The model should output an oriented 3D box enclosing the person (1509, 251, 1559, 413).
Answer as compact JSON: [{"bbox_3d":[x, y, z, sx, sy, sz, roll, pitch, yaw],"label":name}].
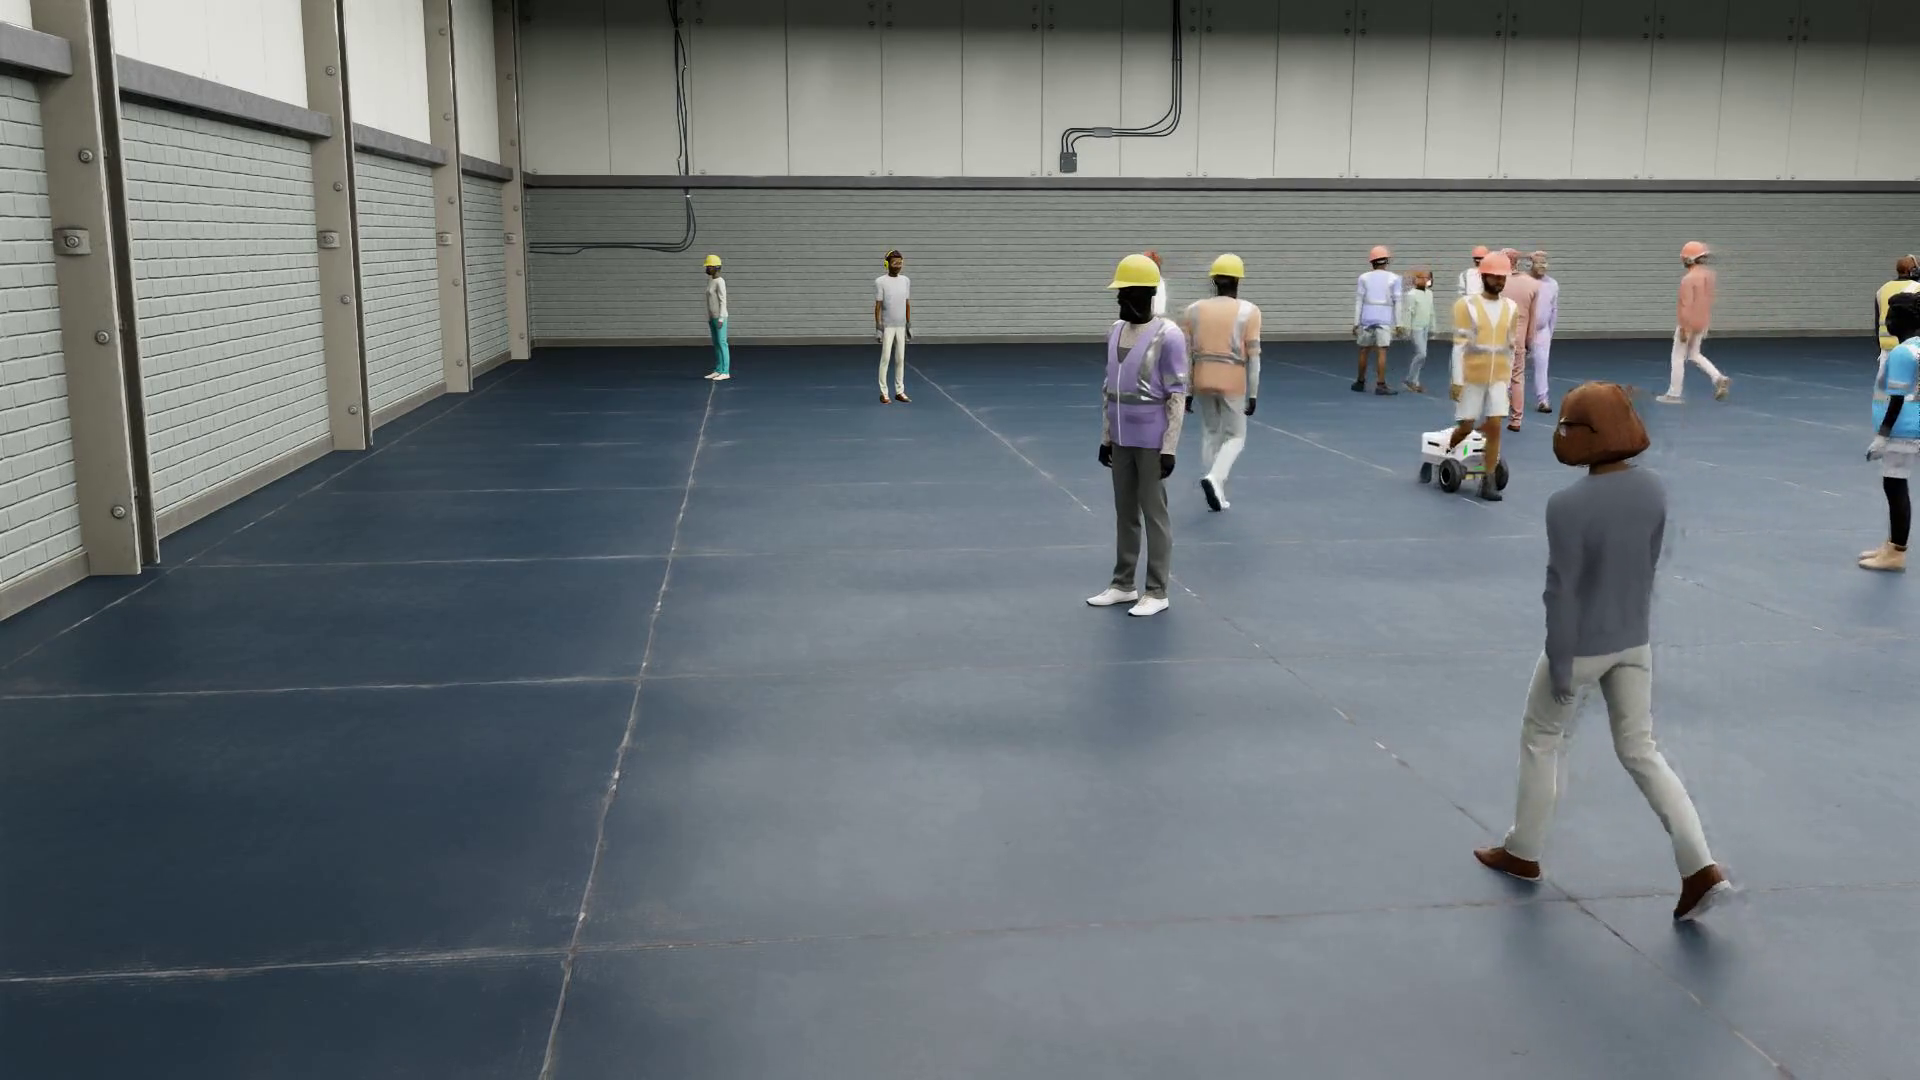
[{"bbox_3d":[6.669,-2.442,19.467,0.649,1.864,0.981,0,10,0],"label":"person"}]

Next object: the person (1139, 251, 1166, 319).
[{"bbox_3d":[1.987,-2.229,18.274,0.719,1.857,0.580,8,13,39],"label":"person"}]

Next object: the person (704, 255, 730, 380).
[{"bbox_3d":[-3.461,-3.148,23.584,0.327,1.769,0.525,-5,11,-24],"label":"person"}]

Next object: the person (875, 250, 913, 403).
[{"bbox_3d":[-0.812,-2.595,20.304,0.499,1.860,0.311,-8,13,-36],"label":"person"}]

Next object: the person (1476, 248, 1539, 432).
[{"bbox_3d":[5.642,-2.069,17.289,0.673,1.905,0.408,-2,10,-10],"label":"person"}]

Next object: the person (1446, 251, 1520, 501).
[{"bbox_3d":[4.052,-1.285,12.966,0.558,1.922,0.743,-1,10,-7],"label":"person"}]

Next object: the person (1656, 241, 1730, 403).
[{"bbox_3d":[8.906,-2.616,20.105,0.627,1.974,0.746,-7,13,-36],"label":"person"}]

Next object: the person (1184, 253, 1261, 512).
[{"bbox_3d":[1.876,-1.120,12.087,0.588,1.910,0.614,6,12,28],"label":"person"}]

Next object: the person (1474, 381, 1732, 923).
[{"bbox_3d":[1.962,0.326,4.987,0.503,1.602,0.786,-5,11,-25],"label":"person"}]

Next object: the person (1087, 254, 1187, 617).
[{"bbox_3d":[0.953,-0.555,8.923,0.378,1.928,0.585,-7,12,-33],"label":"person"}]

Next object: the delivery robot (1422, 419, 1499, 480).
[{"bbox_3d":[4.035,-0.736,13.428,0.477,0.478,0.707,-3,11,-14],"label":"delivery robot"}]

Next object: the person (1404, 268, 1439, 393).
[{"bbox_3d":[5.997,-2.711,21.580,0.502,1.623,0.358,-10,14,-43],"label":"person"}]

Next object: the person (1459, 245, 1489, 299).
[{"bbox_3d":[7.625,-3.397,24.599,0.551,1.908,0.911,9,14,41],"label":"person"}]

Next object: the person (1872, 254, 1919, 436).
[{"bbox_3d":[9.481,-1.934,16.718,0.429,1.846,0.625,-2,11,-13],"label":"person"}]

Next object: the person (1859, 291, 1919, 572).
[{"bbox_3d":[5.696,-0.653,10.095,0.316,1.695,0.553,8,13,36],"label":"person"}]

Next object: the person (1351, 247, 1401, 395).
[{"bbox_3d":[5.394,-2.820,21.473,0.616,1.898,0.665,4,11,19],"label":"person"}]
